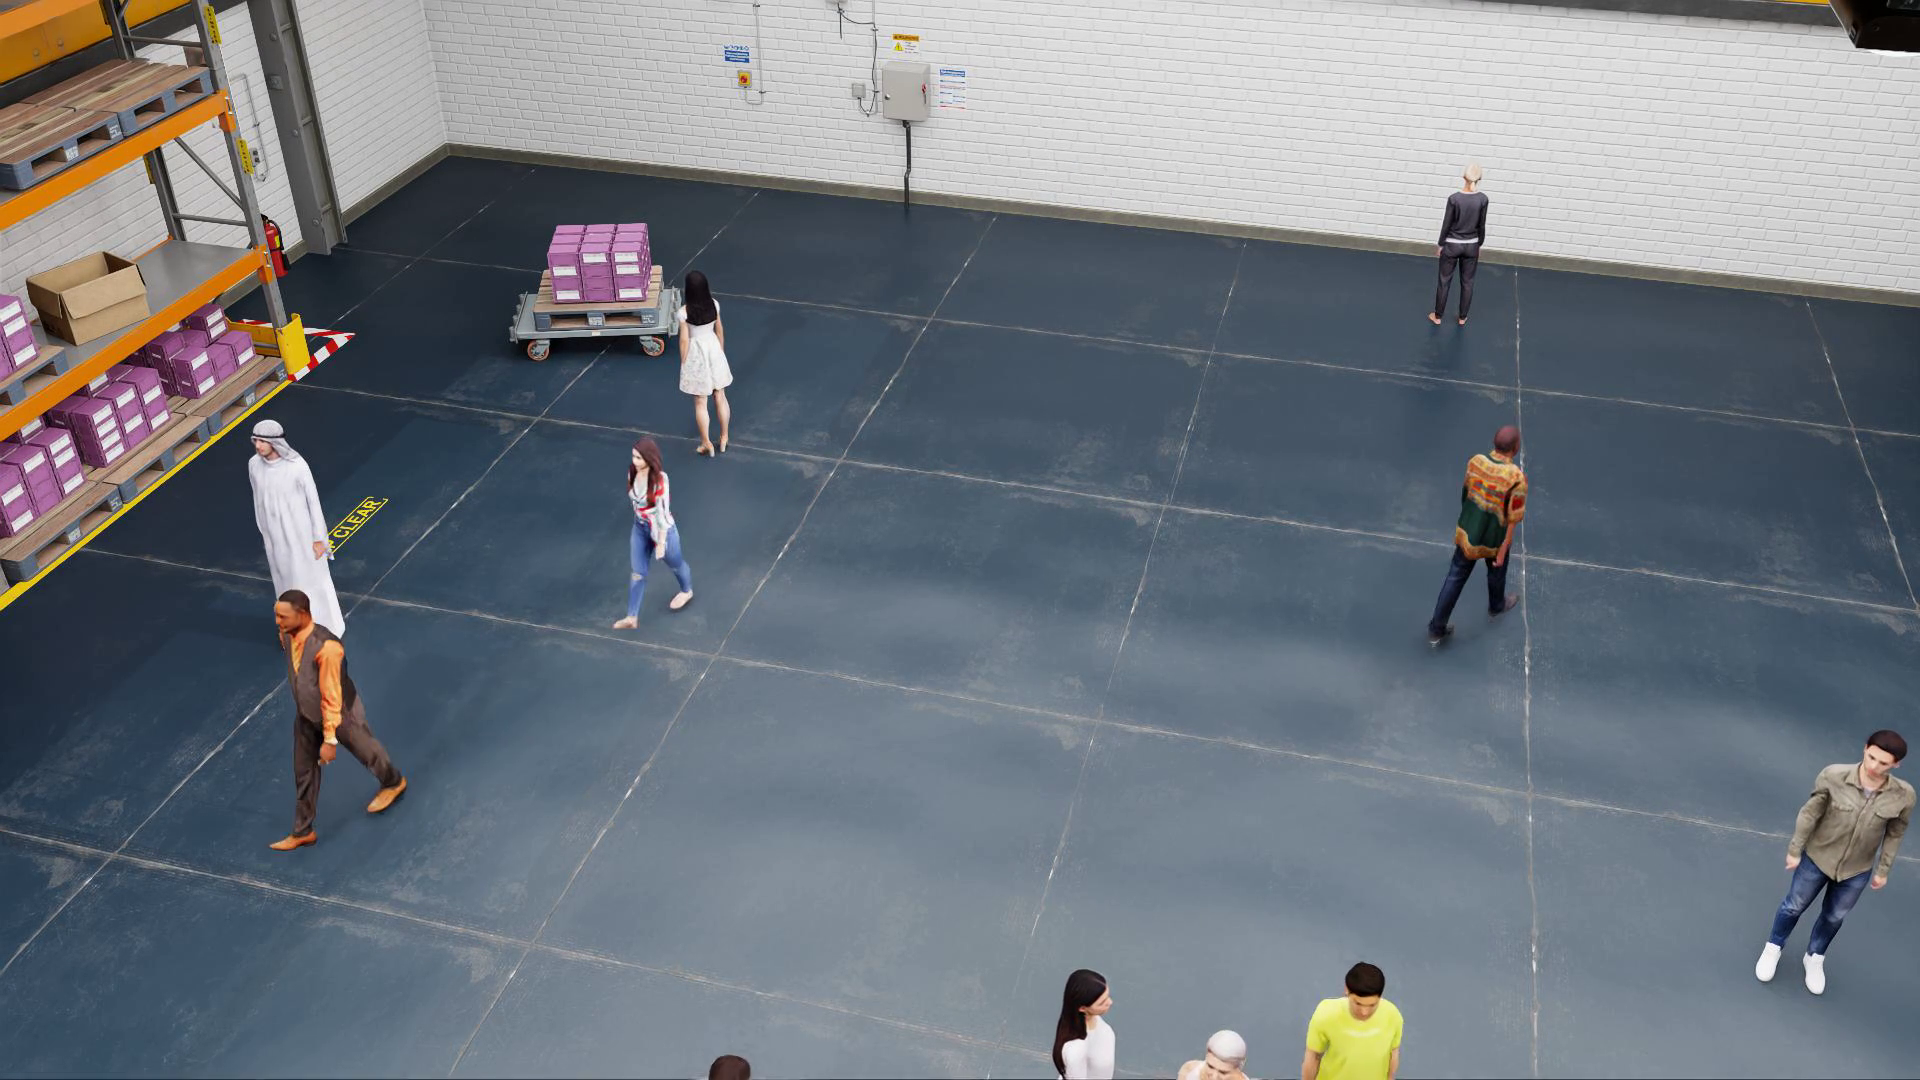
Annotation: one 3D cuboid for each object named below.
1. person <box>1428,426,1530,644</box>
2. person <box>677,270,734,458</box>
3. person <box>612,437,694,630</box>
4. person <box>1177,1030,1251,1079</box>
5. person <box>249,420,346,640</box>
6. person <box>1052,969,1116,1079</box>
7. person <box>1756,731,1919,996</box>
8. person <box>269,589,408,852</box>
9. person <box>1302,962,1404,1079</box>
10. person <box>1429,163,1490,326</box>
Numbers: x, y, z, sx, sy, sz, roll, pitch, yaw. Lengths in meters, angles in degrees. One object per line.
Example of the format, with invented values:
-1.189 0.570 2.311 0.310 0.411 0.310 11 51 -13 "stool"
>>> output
3.830 0.009 12.362 1.293 1.754 1.134 -25 41 -32 "person"
-2.261 -1.562 14.707 0.771 1.774 0.834 -19 38 -26 "person"
-2.256 -0.089 12.675 0.845 1.572 1.112 21 39 28 "person"
1.269 2.912 8.054 0.778 1.687 0.974 21 39 28 "person"
-4.922 -0.039 12.278 0.686 1.926 0.634 7 34 10 "person"
0.581 2.763 8.170 0.677 1.808 0.486 6 34 9 "person"
5.043 1.815 9.543 0.728 1.867 0.611 12 36 18 "person"
-3.949 1.077 10.662 0.910 1.857 1.292 18 37 24 "person"
1.948 2.682 8.393 0.709 1.695 0.716 1 34 1 "person"
5.106 -3.016 16.939 0.639 1.726 0.575 3 34 4 "person"
